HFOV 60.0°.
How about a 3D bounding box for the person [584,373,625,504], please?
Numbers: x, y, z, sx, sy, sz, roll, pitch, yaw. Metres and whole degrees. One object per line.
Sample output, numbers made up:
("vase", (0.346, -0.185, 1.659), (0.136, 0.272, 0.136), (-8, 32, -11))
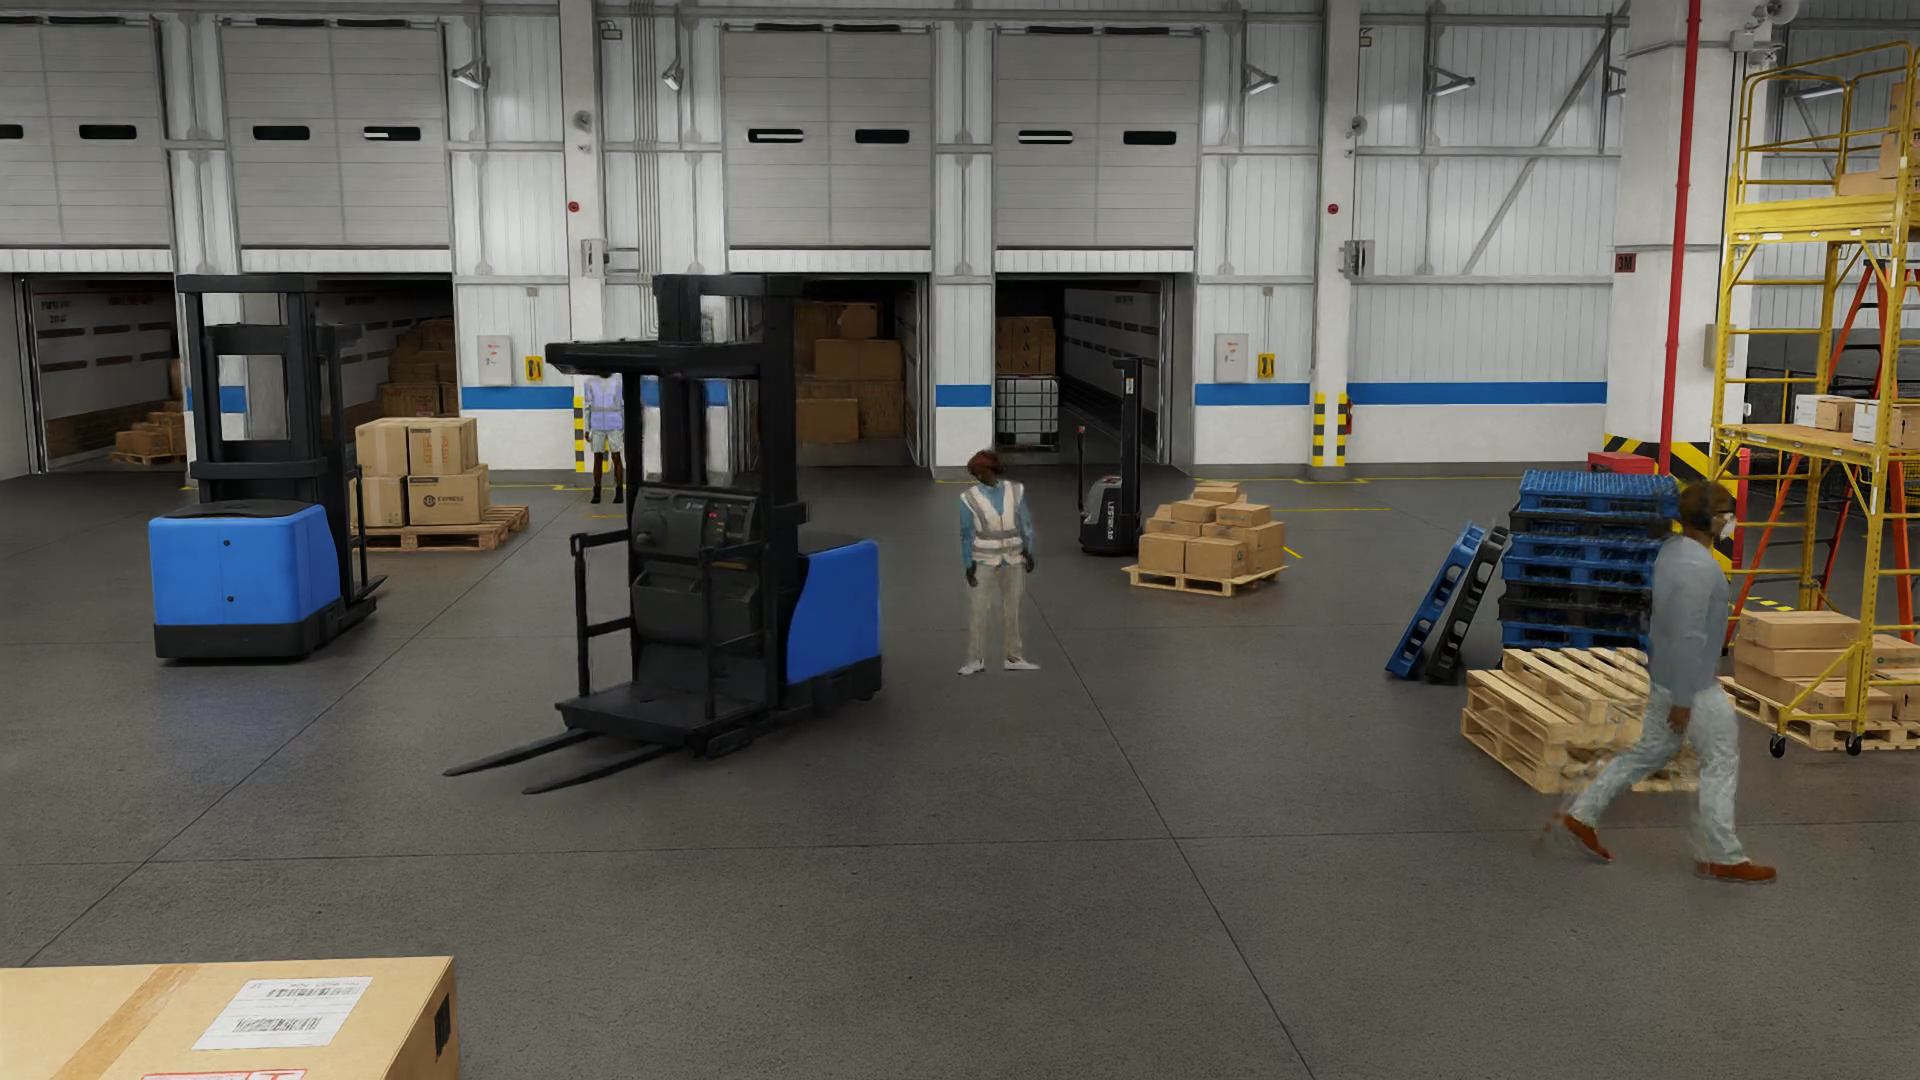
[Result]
("person", (-4.364, -1.402, 20.538), (0.548, 1.929, 0.388), (0, 9, 1))

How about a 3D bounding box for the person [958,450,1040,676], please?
("person", (0.296, 0.160, 11.710), (0.628, 1.613, 0.326), (-3, 10, -18))

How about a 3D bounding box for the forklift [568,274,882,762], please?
("forklift", (-1.418, -0.259, 10.376), (1.129, 2.768, 1.873), (6, 11, 31))

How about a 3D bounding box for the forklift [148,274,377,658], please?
("forklift", (-5.348, -0.627, 12.681), (1.129, 2.768, 1.873), (-1, 9, -4))

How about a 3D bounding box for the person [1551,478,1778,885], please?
("person", (3.311, 0.647, 7.759), (0.959, 1.908, 0.640), (2, 9, 13))

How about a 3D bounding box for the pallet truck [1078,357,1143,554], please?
("pallet truck", (2.088, -0.836, 16.757), (1.885, 1.965, 0.823), (2, 9, 13))
